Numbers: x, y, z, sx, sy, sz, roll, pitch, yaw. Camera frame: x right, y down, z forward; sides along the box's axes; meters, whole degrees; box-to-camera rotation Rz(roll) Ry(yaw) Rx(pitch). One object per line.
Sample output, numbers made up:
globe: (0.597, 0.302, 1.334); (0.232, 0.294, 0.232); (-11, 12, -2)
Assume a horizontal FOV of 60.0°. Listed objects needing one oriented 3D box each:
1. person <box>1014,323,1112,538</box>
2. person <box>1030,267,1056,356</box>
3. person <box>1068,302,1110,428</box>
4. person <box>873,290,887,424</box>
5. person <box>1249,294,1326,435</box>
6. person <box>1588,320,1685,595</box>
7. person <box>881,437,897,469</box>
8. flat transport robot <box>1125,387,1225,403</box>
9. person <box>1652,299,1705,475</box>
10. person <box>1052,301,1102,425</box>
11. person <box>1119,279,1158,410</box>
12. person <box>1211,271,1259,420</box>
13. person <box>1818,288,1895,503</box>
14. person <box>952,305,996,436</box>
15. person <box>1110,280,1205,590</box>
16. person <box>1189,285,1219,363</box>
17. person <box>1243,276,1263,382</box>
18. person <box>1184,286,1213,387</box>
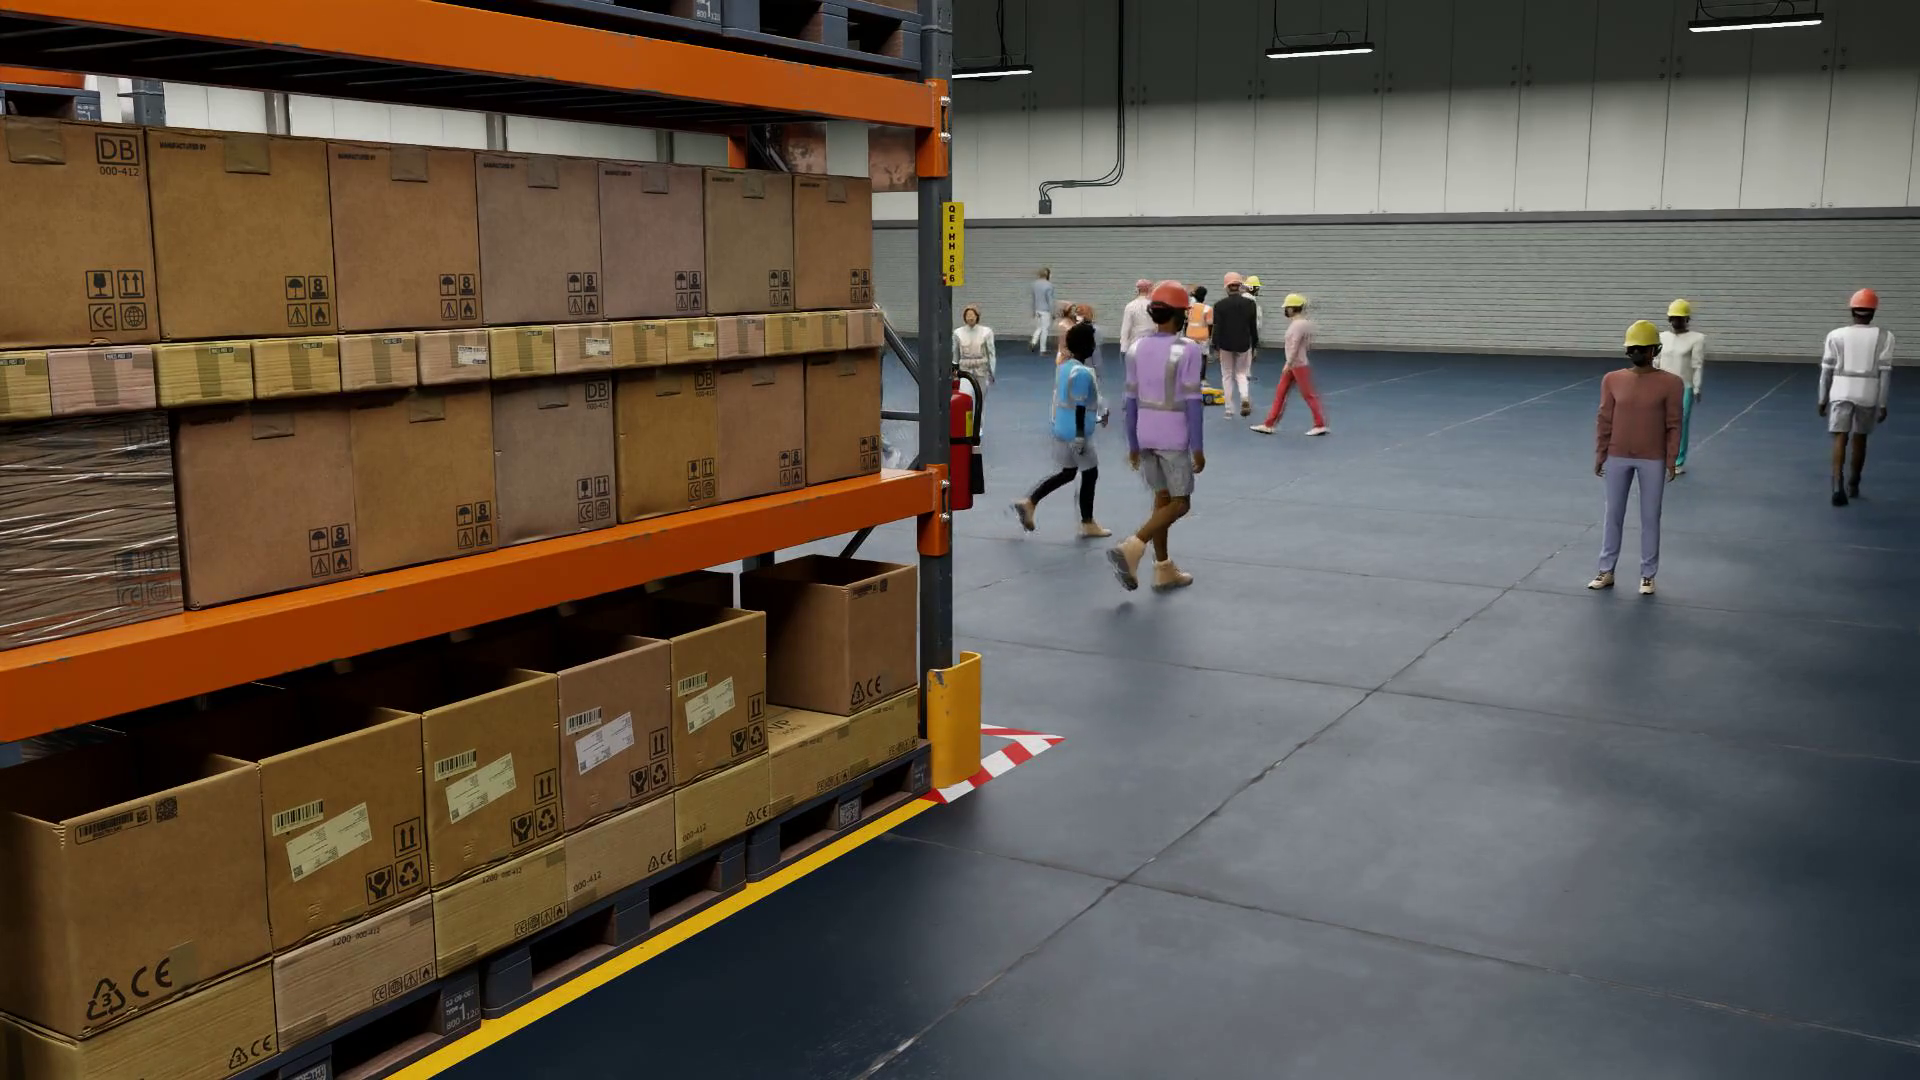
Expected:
person: (0.811, -0.829, 12.788); (0.690, 1.678, 0.531); (-2, 10, -14)
person: (1.849, -4.992, 36.401); (0.428, 1.926, 0.628); (-7, 12, -36)
person: (1.576, -2.123, 20.514); (0.502, 1.619, 0.503); (-7, 12, -36)
person: (-1.118, -2.381, 21.493); (0.359, 1.806, 0.648); (4, 11, 24)
person: (4.041, -2.118, 20.186); (0.913, 1.720, 0.525); (-1, 10, -3)
person: (4.370, -0.529, 10.743); (0.527, 1.768, 0.331); (7, 12, 36)
person: (-0.933, -1.423, 16.088); (0.579, 1.722, 0.494); (-7, 12, -37)
flat transport robot: (3.212, -2.119, 24.422); (1.431, 0.197, 0.652); (-4, 10, -22)
person: (7.127, -1.514, 16.562); (0.530, 1.754, 0.388); (9, 13, 41)
person: (1.495, -2.240, 21.220); (0.815, 1.595, 0.520); (7, 12, 35)
person: (2.526, -2.683, 23.085); (0.654, 1.866, 0.969); (-6, 11, -32)
person: (3.642, -2.572, 22.078); (0.639, 1.970, 0.536); (-1, 10, -6)
person: (7.931, -1.279, 14.753); (0.555, 1.903, 0.962); (5, 11, 29)
person: (0.172, -1.990, 19.800); (0.524, 1.604, 0.839); (0, 10, 3)
person: (1.256, -0.646, 10.664); (0.735, 2.028, 0.616); (-7, 12, -37)
person: (4.821, -4.392, 33.862); (0.871, 1.578, 0.524); (0, 10, 0)
person: (5.048, -3.660, 28.882); (0.404, 1.828, 0.602); (1, 10, 8)
person: (3.936, -3.361, 27.561); (0.550, 1.682, 0.499); (5, 11, 27)
